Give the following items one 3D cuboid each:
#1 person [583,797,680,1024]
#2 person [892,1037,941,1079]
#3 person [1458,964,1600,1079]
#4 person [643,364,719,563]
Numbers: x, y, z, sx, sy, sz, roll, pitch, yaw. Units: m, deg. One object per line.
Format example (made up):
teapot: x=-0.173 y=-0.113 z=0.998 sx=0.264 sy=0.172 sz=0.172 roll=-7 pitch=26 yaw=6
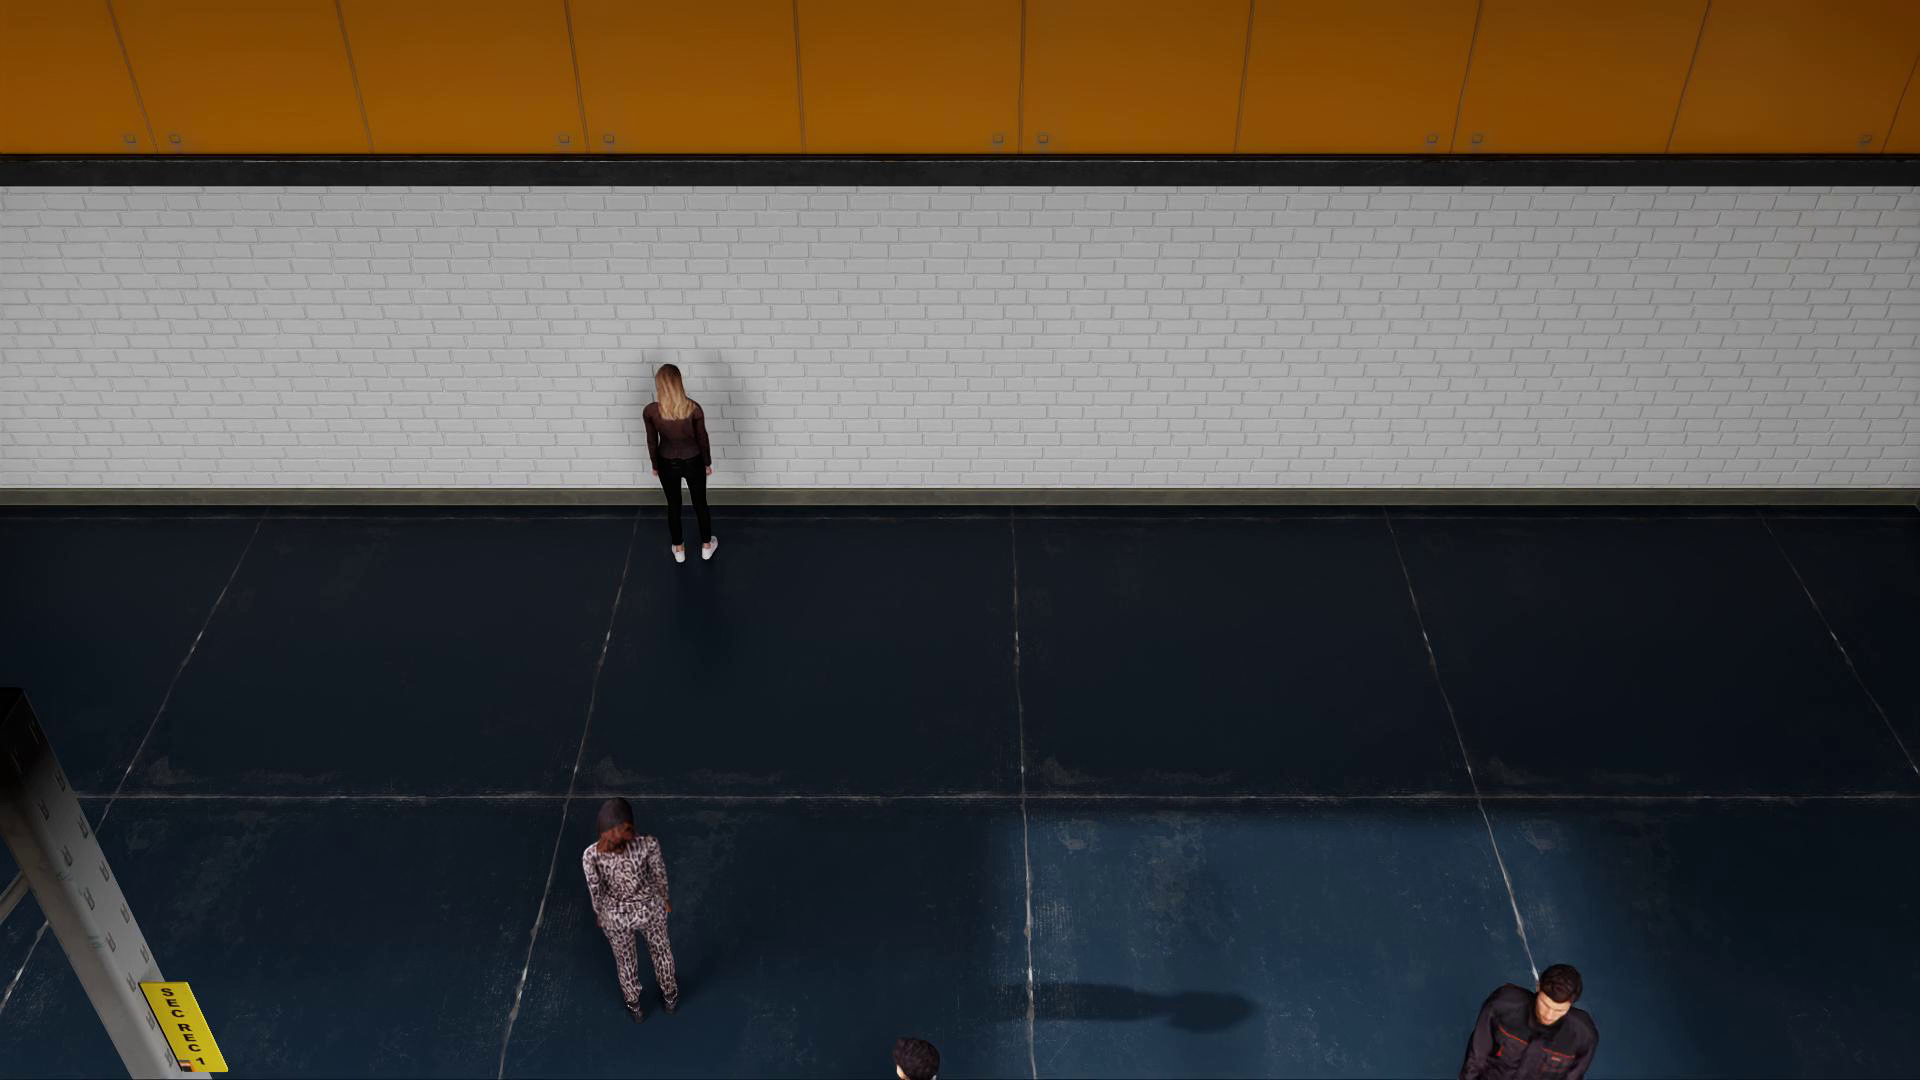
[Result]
person: x=-1.804 y=2.039 z=9.157 sx=0.640 sy=1.714 sz=0.645 roll=-10 pitch=40 yaw=-13
person: x=-0.202 y=2.940 z=8.395 sx=0.611 sy=1.257 sz=0.517 roll=15 pitch=41 yaw=18
person: x=2.757 y=2.648 z=8.229 sx=0.957 sy=1.921 sz=1.095 roll=18 pitch=42 yaw=21
person: x=-2.083 y=-0.551 z=12.423 sx=0.616 sy=1.686 sz=0.520 roll=-3 pitch=39 yaw=-3
